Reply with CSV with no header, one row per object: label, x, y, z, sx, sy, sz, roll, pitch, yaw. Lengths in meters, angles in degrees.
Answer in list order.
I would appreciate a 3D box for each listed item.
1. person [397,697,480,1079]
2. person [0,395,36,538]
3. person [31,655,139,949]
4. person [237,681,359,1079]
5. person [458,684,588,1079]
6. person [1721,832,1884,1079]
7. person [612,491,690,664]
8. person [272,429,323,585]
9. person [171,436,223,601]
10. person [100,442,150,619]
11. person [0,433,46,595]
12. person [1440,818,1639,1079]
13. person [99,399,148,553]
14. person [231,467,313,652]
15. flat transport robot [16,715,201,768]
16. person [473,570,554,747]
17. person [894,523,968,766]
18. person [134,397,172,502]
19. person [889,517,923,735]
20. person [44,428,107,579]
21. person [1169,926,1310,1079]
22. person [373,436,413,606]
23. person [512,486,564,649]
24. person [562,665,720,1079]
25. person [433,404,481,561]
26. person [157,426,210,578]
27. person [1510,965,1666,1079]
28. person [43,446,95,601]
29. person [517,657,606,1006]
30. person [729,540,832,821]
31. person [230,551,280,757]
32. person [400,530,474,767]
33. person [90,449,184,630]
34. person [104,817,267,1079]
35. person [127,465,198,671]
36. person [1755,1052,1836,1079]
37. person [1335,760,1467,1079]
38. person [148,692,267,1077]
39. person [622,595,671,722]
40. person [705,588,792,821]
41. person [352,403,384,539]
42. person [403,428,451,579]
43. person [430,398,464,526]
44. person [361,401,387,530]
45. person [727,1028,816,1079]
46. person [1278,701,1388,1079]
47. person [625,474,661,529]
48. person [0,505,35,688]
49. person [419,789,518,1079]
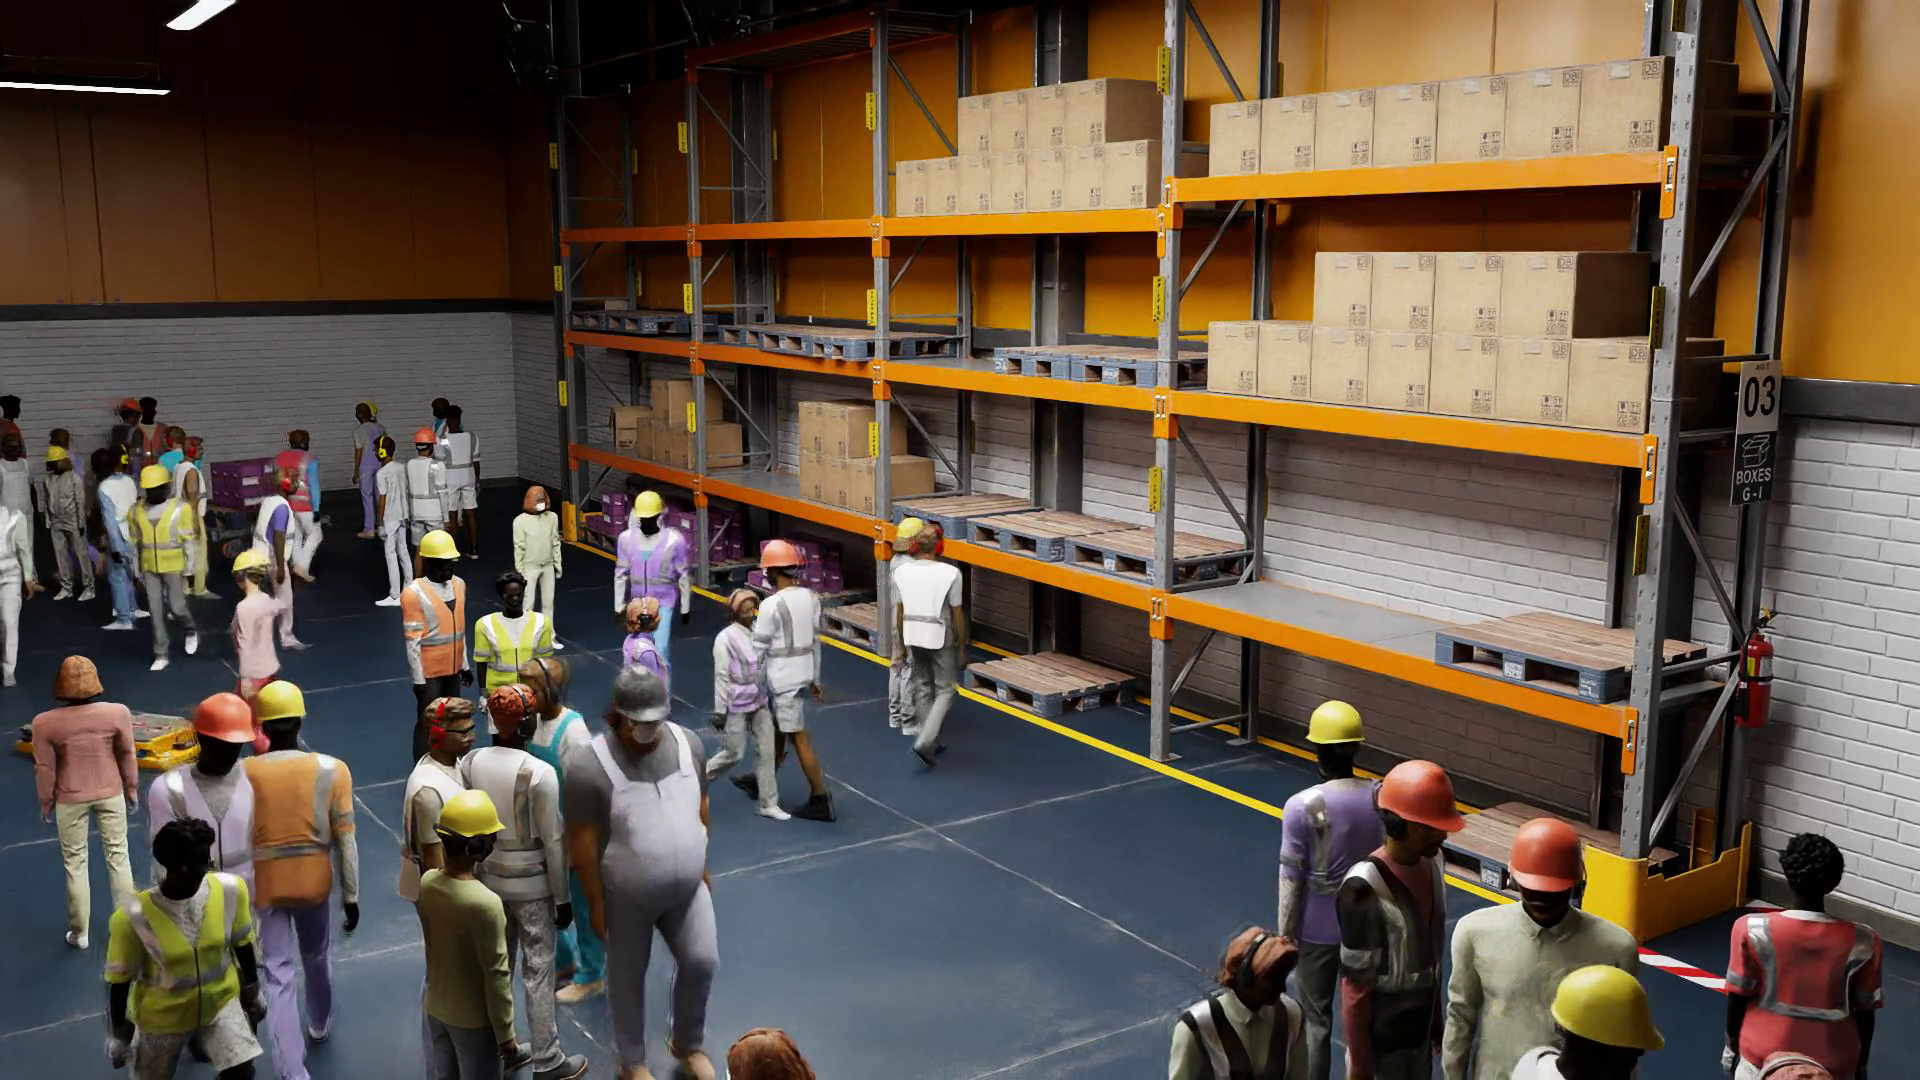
person,-2.348,1.609,7.553,0.374,1.840,0.569,-2,10,-10
person,-12.780,-0.984,22.442,0.606,1.957,0.373,9,13,42
person,-4.805,1.435,9.180,0.503,1.635,0.277,-6,11,-32
person,-3.083,1.582,7.667,0.580,1.863,1.009,-4,11,-24
person,-2.006,1.580,7.612,0.573,1.883,0.356,5,11,28
person,3.111,1.920,6.182,0.536,1.692,0.320,3,10,16
person,-2.562,0.544,13.666,0.596,1.891,0.871,2,10,12
person,-7.661,-0.373,19.284,0.637,1.819,0.453,3,10,15
person,-8.483,-0.232,18.376,0.421,1.842,0.587,-7,12,-35
person,-8.802,-0.092,17.509,0.513,1.858,0.325,6,11,32
person,-10.627,-0.288,18.711,0.341,1.840,0.504,6,12,33
person,1.926,1.877,5.571,0.617,1.986,0.408,3,10,17
person,-10.804,-0.835,21.567,0.625,1.981,1.098,4,10,20
person,-6.587,0.212,15.861,0.643,1.812,0.584,-6,11,-32
flat transport robot,-6.425,1.508,12.754,1.431,0.197,0.652,3,10,19
person,-3.021,1.041,11.310,0.537,1.700,0.317,-4,10,-22
person,-0.218,0.786,12.432,0.580,1.828,0.600,5,11,28
person,-10.811,-0.944,22.213,0.623,1.952,0.403,-8,13,-41
person,-0.389,0.681,13.297,0.310,1.742,0.489,-5,11,-25
person,-10.369,-0.407,19.490,0.813,1.816,0.559,2,10,9
person,0.931,2.069,5.495,0.542,1.610,0.563,-4,11,-24
person,-6.207,-0.206,18.169,0.334,1.860,0.510,3,10,15
person,-4.062,0.279,16.010,0.284,1.623,0.504,9,13,43
person,-1.398,1.524,7.471,0.698,2.000,0.557,-6,12,-33
person,-6.296,-0.718,20.847,0.606,1.967,0.367,-8,13,-40
person,-9.101,-0.418,19.477,0.419,1.835,0.571,4,11,24
person,1.741,2.082,4.653,0.933,1.876,0.601,2,10,13
person,-9.899,-0.181,18.392,0.487,1.735,0.339,2,10,9
person,-2.027,1.473,8.394,0.522,1.824,0.484,9,13,41
person,-1.257,0.941,11.320,0.966,1.885,0.572,5,11,29
person,-4.966,0.949,11.772,0.425,1.728,0.562,-1,10,-6
person,-3.610,0.881,11.578,0.380,1.928,0.586,4,10,23
person,-8.411,0.001,16.898,0.715,1.888,0.617,0,10,1
person,-3.021,1.872,6.541,0.607,1.647,0.821,-9,13,-43
person,-7.374,0.236,15.439,0.587,1.911,0.561,-1,10,-4
person,1.999,2.173,4.081,0.639,1.902,0.406,0,10,1
person,1.600,1.775,6.041,0.411,2.032,0.611,9,13,43
person,-3.369,1.591,7.517,0.556,1.899,0.936,-7,12,-34
person,-2.024,1.169,10.733,0.307,1.641,0.514,-5,11,-25
person,-1.503,1.100,11.228,0.672,1.611,0.533,6,11,32
person,-8.003,-0.937,22.510,0.344,1.839,0.504,5,11,28
person,-5.875,-0.275,18.374,0.548,1.927,0.390,3,10,15
person,-7.256,-1.095,23.474,0.635,1.832,0.429,9,13,42
person,-8.116,-1.013,23.007,0.406,1.822,0.595,-8,13,-39
person,-0.526,2.185,4.809,0.278,1.629,0.504,-1,10,-8
person,1.601,1.638,7.164,0.584,1.919,0.388,-5,11,-25
person,-3.082,0.186,16.452,0.318,1.661,0.630,-6,11,-31
person,-8.514,0.349,14.671,0.617,1.930,0.441,-5,11,-27
person,-1.895,1.835,6.481,0.524,1.761,0.339,9,13,42
